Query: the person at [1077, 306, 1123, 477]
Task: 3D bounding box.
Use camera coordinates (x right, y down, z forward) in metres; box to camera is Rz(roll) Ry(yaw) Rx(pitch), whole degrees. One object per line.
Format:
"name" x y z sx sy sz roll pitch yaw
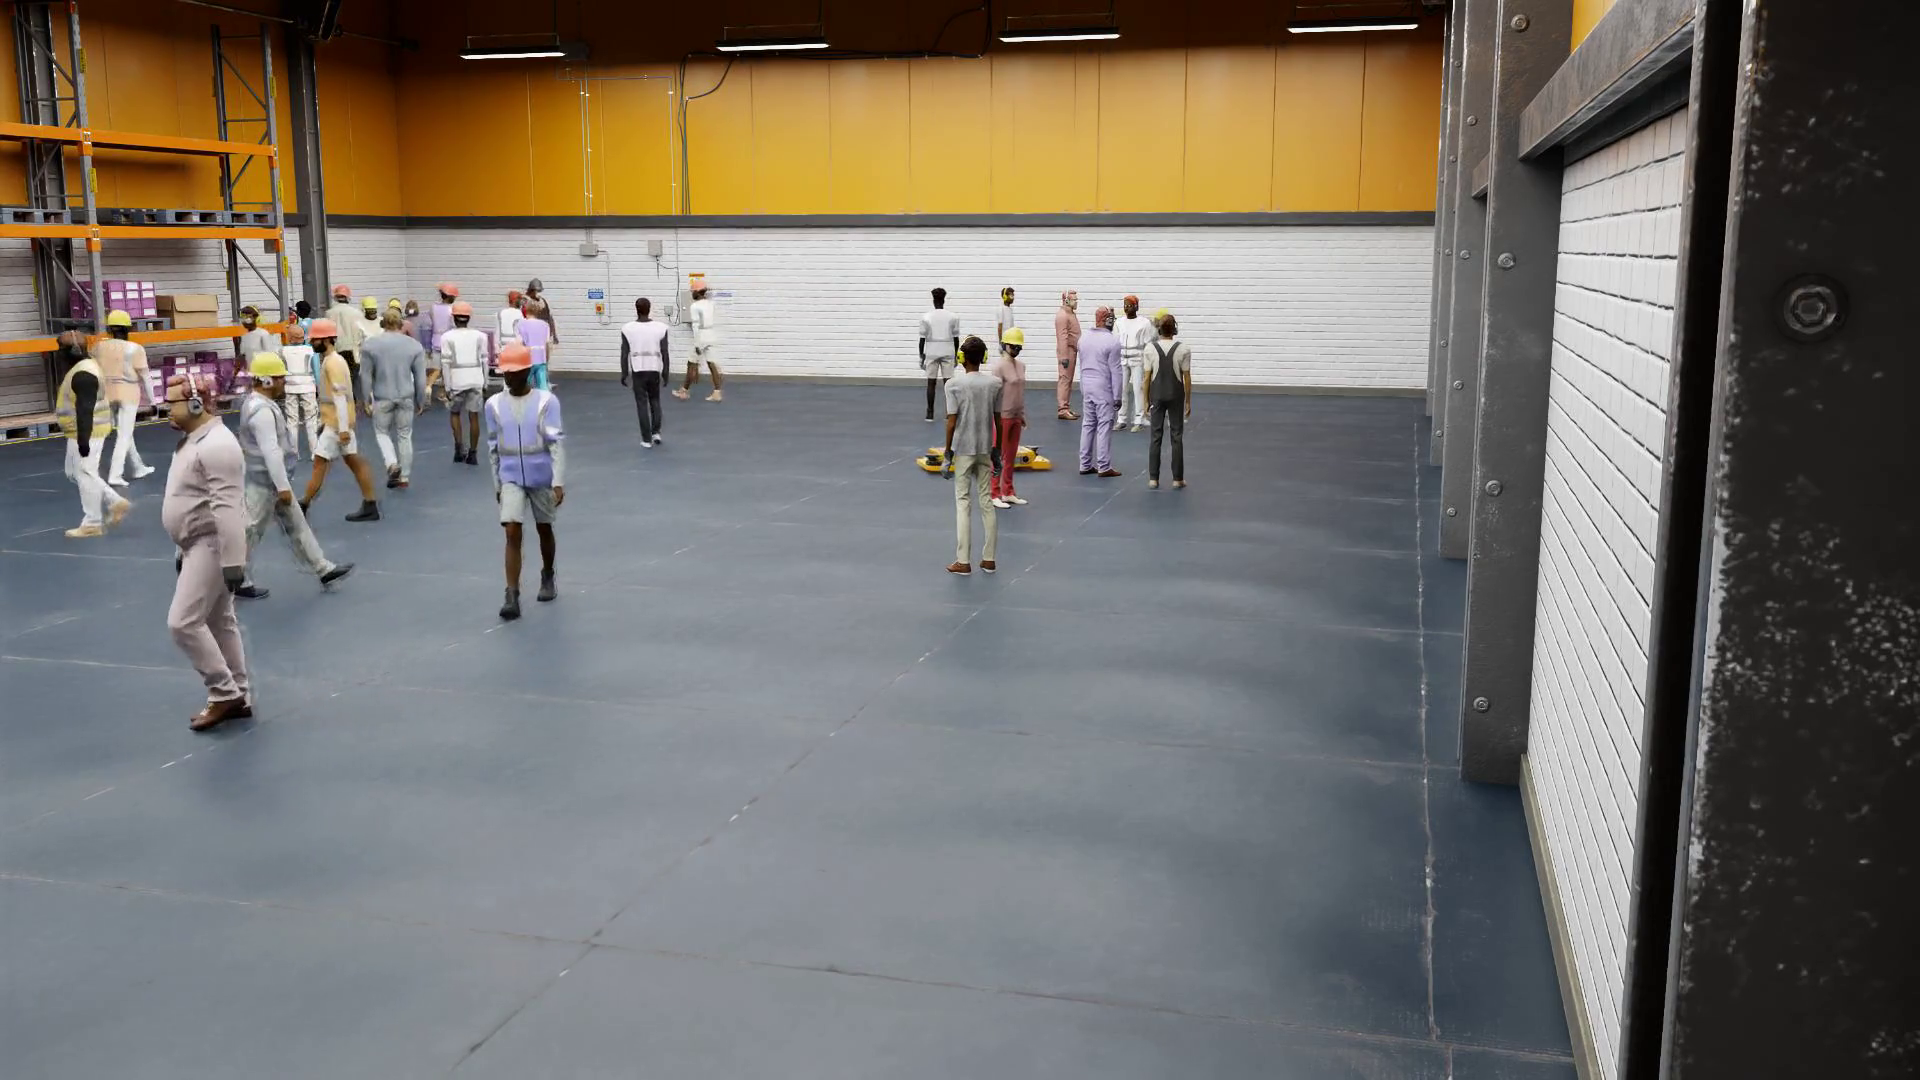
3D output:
"person" 1.582 -1.642 18.469 0.401 1.901 0.647 -8 13 -37

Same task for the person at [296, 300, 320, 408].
"person" -10.362 -2.950 26.424 0.320 1.698 0.531 1 10 4

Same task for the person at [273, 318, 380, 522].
"person" -5.856 -1.082 15.290 0.962 1.888 0.574 -3 10 -17

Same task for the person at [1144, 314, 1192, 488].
"person" 2.190 -1.462 17.582 0.508 1.847 0.345 2 10 12

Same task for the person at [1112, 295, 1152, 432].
"person" 2.354 -2.425 22.931 0.584 1.879 0.339 7 12 33

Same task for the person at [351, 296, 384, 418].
"person" -8.672 -2.699 24.666 0.626 1.813 0.599 -8 13 -38

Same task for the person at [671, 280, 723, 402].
"person" -4.326 -3.270 27.387 1.012 1.997 0.618 7 12 33

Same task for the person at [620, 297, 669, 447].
"person" -4.049 -2.151 21.320 0.593 1.899 0.591 -4 11 -22

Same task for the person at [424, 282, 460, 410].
"person" -8.039 -2.999 25.840 0.645 1.997 0.878 2 10 12

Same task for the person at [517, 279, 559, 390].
"person" -7.459 -3.644 29.383 1.009 2.000 0.687 7 12 33

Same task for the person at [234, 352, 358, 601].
"person" -4.905 -0.459 12.050 0.933 1.785 0.621 -4 11 -21

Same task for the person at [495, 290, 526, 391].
"person" -6.954 -2.958 25.992 0.610 1.871 0.426 5 11 24

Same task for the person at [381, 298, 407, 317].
"person" -10.216 -3.562 30.092 0.542 1.623 0.375 -1 10 -6

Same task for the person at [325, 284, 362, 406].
"person" -9.697 -3.040 26.198 0.616 1.964 0.892 2 10 12

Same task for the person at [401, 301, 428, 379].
"person" -9.644 -3.423 29.405 0.514 1.579 0.901 -1 10 -3

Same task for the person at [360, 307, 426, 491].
"person" -5.885 -1.457 17.328 0.648 1.923 0.468 -4 11 -24

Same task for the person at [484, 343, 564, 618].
"person" -3.039 -0.433 11.659 0.563 1.891 0.989 0 10 -3

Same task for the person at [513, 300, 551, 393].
"person" -6.013 -2.494 23.552 0.580 1.813 0.914 -10 14 -44

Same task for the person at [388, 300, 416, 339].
"person" -8.767 -2.888 25.981 0.533 1.733 0.796 0 10 -1

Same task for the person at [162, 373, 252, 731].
"person" -4.026 0.069 8.782 0.501 1.888 0.679 -7 12 -34

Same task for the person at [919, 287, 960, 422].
"person" -0.303 -2.697 24.250 0.602 1.961 0.368 -1 10 -4

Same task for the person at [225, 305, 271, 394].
"person" -8.566 -1.915 20.153 0.567 1.838 0.783 10 14 43

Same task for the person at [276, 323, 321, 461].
"person" -7.826 -1.744 19.745 0.523 1.645 0.306 -1 10 -4

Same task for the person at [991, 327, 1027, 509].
"person" 0.495 -1.201 16.334 0.329 1.765 0.526 7 12 35

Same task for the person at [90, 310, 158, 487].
"person" -8.989 -1.528 17.886 0.610 1.871 1.012 1 10 6

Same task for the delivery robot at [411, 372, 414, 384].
"delivery robot" -9.421 -2.694 27.945 0.477 0.478 0.707 1 10 6

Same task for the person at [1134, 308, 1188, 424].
"person" 2.855 -2.452 23.632 0.861 1.676 0.568 6 11 29

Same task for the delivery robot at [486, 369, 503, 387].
"delivery robot" -8.176 -2.882 29.009 0.707 0.478 0.477 0 10 -1

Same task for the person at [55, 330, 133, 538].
"person" -7.669 -0.931 14.615 0.468 1.828 0.656 -5 11 -28

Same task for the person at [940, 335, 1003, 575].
"person" 0.091 -0.660 12.973 0.533 1.870 0.315 -5 11 -26

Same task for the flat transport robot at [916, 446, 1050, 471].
"flat transport robot" 0.262 -0.943 19.098 1.431 0.197 0.652 -2 10 -12

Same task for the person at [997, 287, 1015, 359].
"person" 0.787 -3.345 28.193 0.310 1.863 0.532 4 11 24

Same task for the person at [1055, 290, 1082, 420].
"person" 1.619 -2.742 24.655 0.409 1.907 0.651 2 10 12

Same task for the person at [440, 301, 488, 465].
"person" -5.808 -1.840 19.511 0.551 1.914 0.509 -5 11 -25
